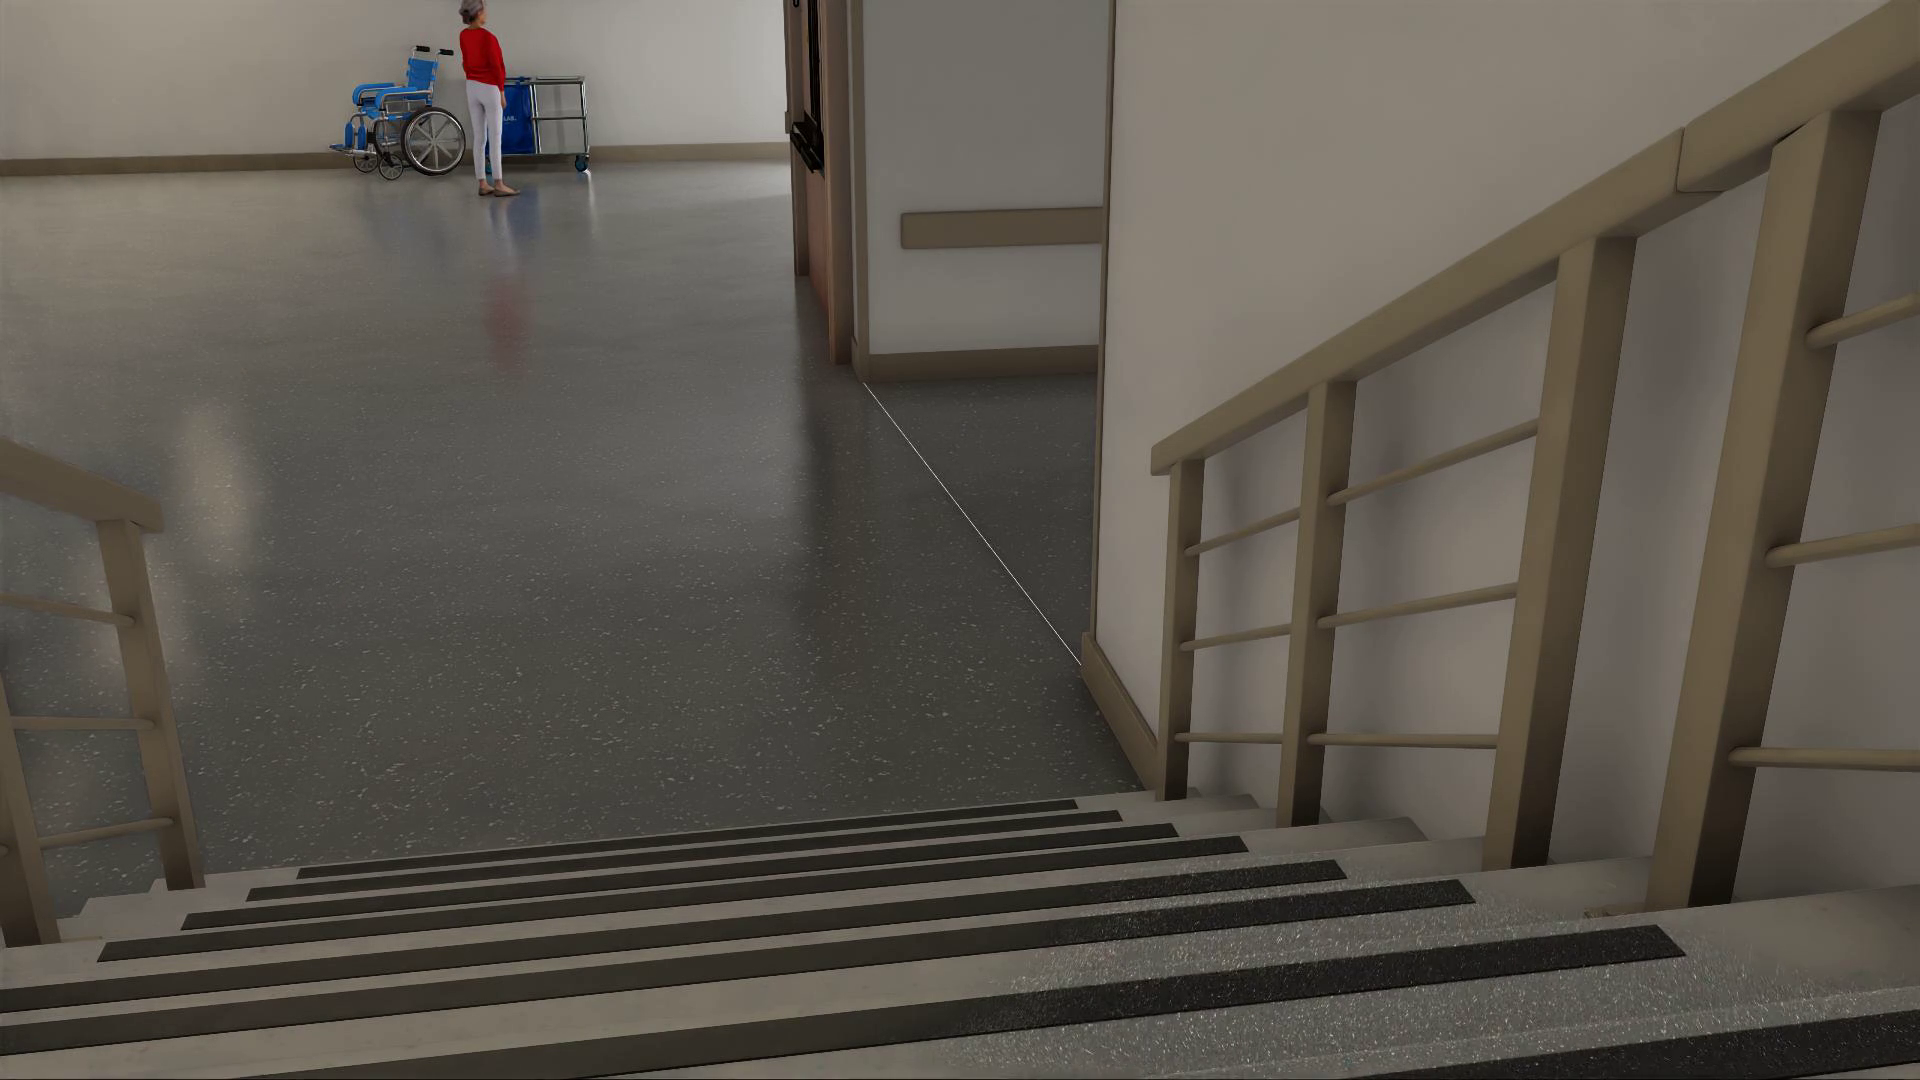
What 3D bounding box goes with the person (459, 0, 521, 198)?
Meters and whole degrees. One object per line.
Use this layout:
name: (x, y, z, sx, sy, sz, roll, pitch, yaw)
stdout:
person: (-4.158, -3.874, 14.546, 0.651, 1.694, 0.699, 10, 23, 25)
